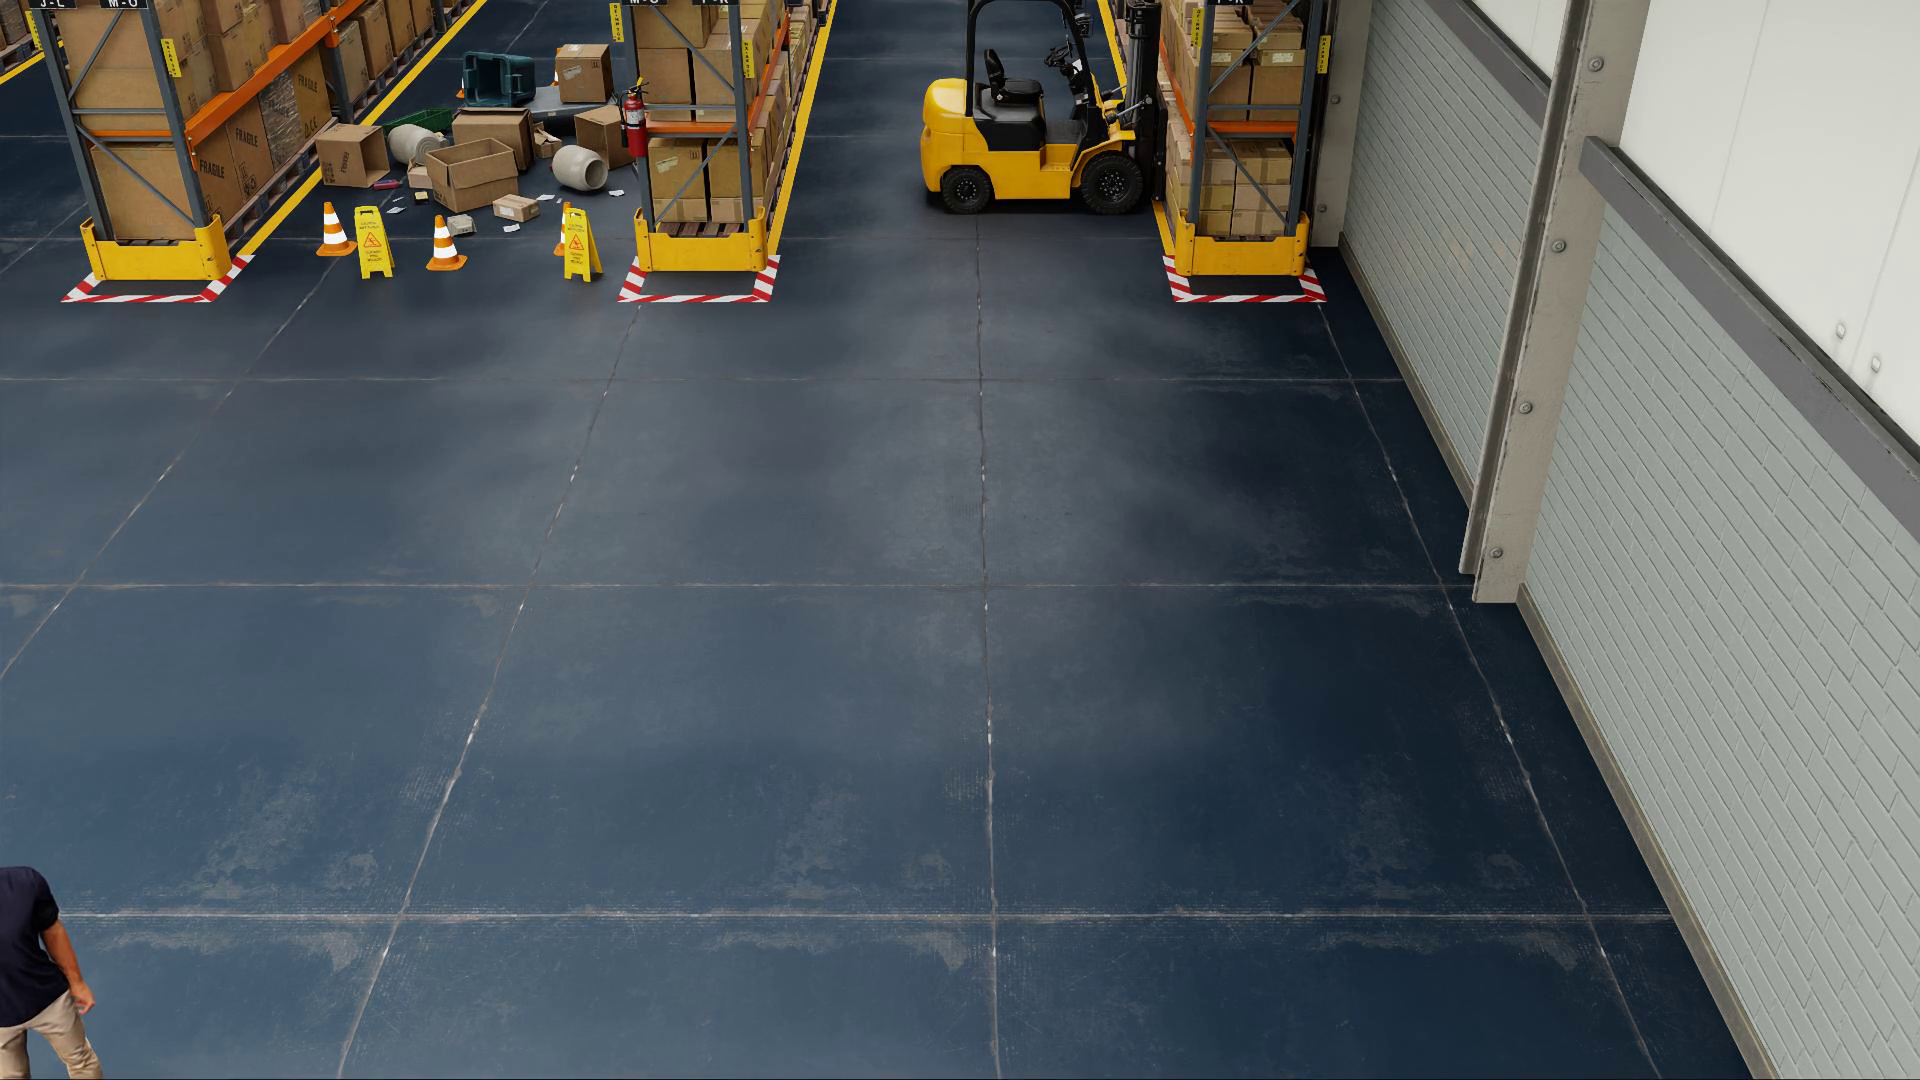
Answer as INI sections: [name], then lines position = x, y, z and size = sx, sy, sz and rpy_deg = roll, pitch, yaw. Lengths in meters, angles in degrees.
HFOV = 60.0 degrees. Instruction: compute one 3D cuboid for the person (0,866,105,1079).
[person]
position = -3.807, 1.853, 6.726
size = 0.715, 1.859, 0.720
rpy_deg = -19, 37, -27
